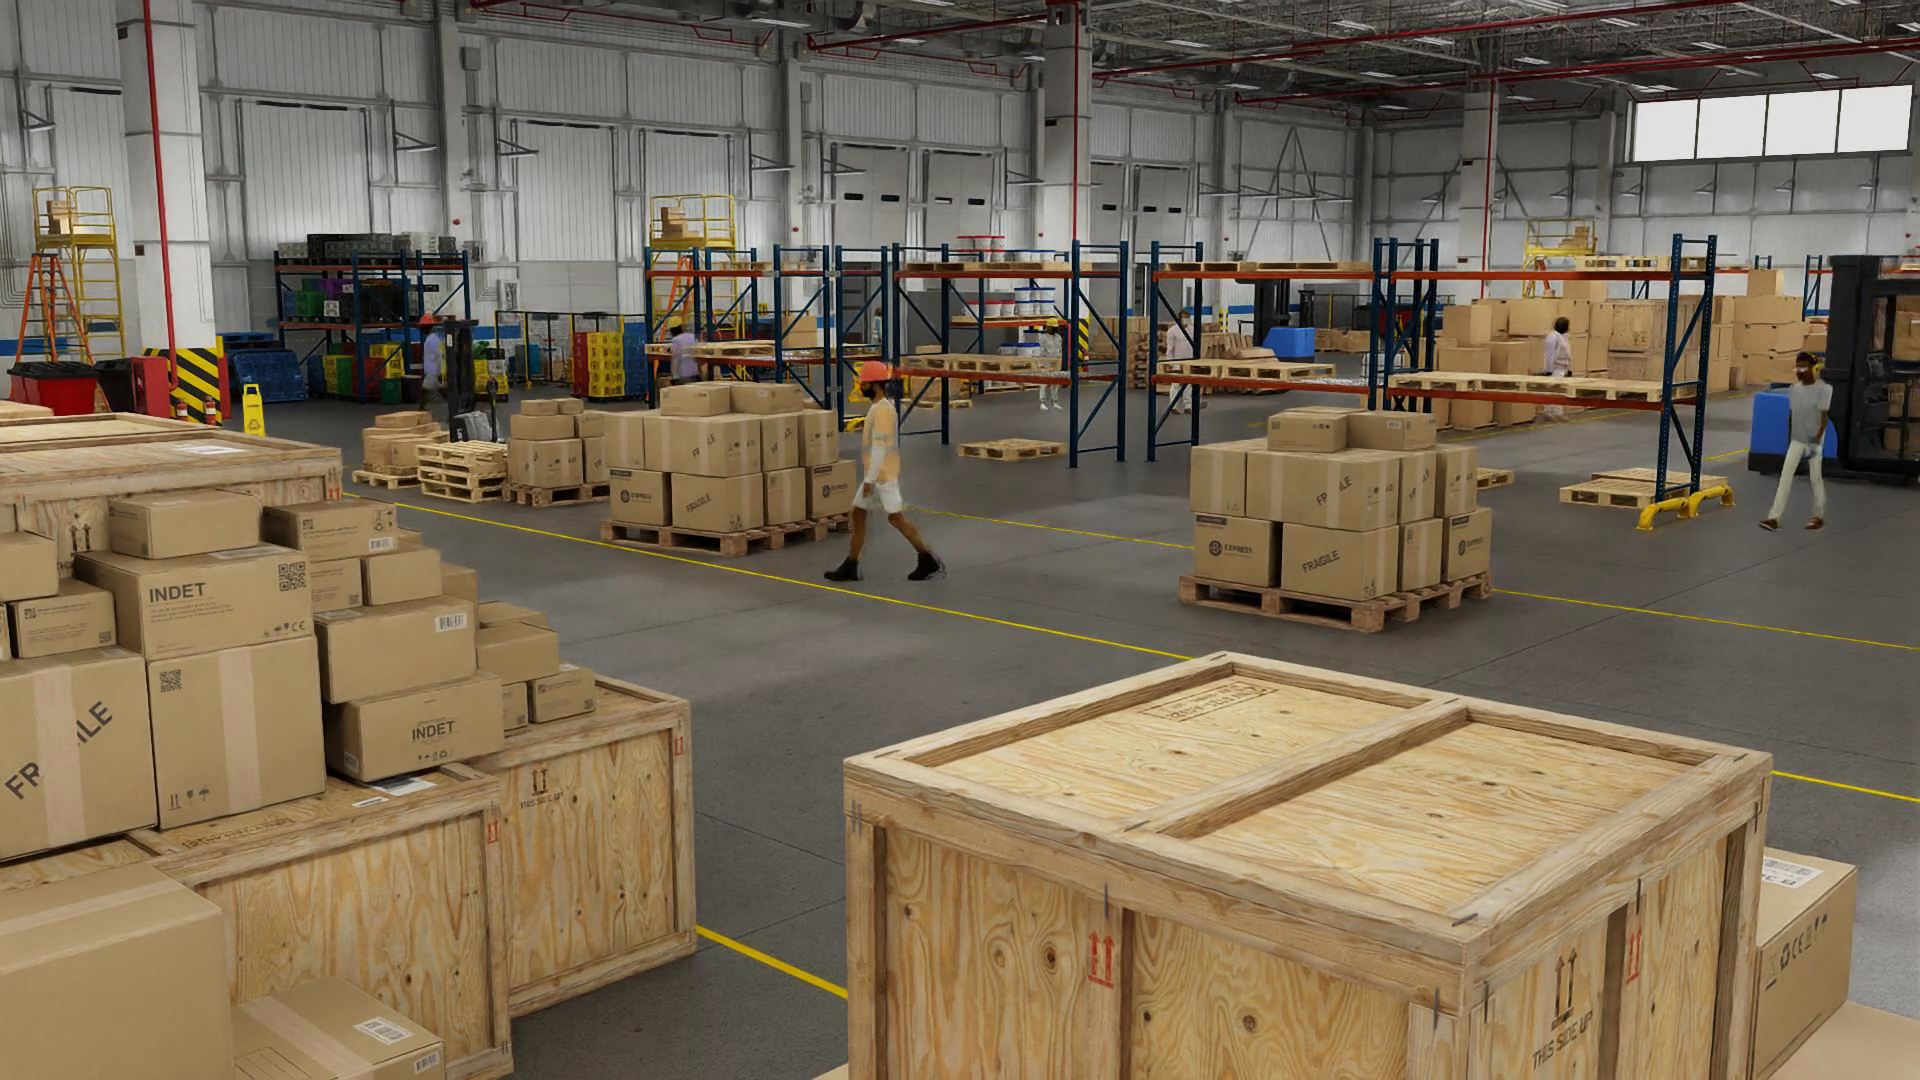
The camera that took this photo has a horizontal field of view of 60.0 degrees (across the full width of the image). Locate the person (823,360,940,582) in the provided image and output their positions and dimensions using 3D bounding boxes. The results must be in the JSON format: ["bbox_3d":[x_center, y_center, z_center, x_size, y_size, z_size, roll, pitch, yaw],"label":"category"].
[{"bbox_3d":[-0.638,-0.578,14.113,0.971,1.903,0.541,-3,10,-16],"label":"person"}]

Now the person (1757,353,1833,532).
[{"bbox_3d":[8.500,-0.973,16.777,0.961,1.818,0.501,-6,11,-33],"label":"person"}]

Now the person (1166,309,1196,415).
[{"bbox_3d":[4.050,-3.235,30.311,0.623,1.932,0.381,-3,10,-18],"label":"person"}]

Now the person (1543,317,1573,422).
[{"bbox_3d":[10.461,-2.948,28.886,0.672,1.819,0.647,7,12,36],"label":"person"}]

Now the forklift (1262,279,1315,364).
[{"bbox_3d":[8.555,-6.090,44.881,1.873,2.768,1.129,9,13,43],"label":"forklift"}]

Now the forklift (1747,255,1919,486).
[{"bbox_3d":[11.119,-2.175,20.881,1.873,2.768,1.129,9,13,43],"label":"forklift"}]

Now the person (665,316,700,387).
[{"bbox_3d":[-4.599,-2.774,27.620,0.611,1.876,0.594,3,10,18],"label":"person"}]

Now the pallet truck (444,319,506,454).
[{"bbox_3d":[-6.981,-1.942,22.150,1.885,1.965,0.823,1,9,9],"label":"pallet truck"}]

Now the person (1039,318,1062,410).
[{"bbox_3d":[1.731,-3.330,31.472,0.490,1.735,0.323,-5,11,-30],"label":"person"}]

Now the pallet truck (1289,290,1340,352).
[{"bbox_3d":[11.297,-6.951,52.861,1.885,1.965,0.823,-5,11,-29],"label":"pallet truck"}]

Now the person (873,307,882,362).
[{"bbox_3d":[-2.177,-5.399,44.475,0.323,1.631,0.522,-1,9,-4],"label":"person"}]

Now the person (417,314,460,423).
[{"bbox_3d":[-9.046,-2.933,28.594,1.005,1.886,0.563,-3,10,-20],"label":"person"}]
